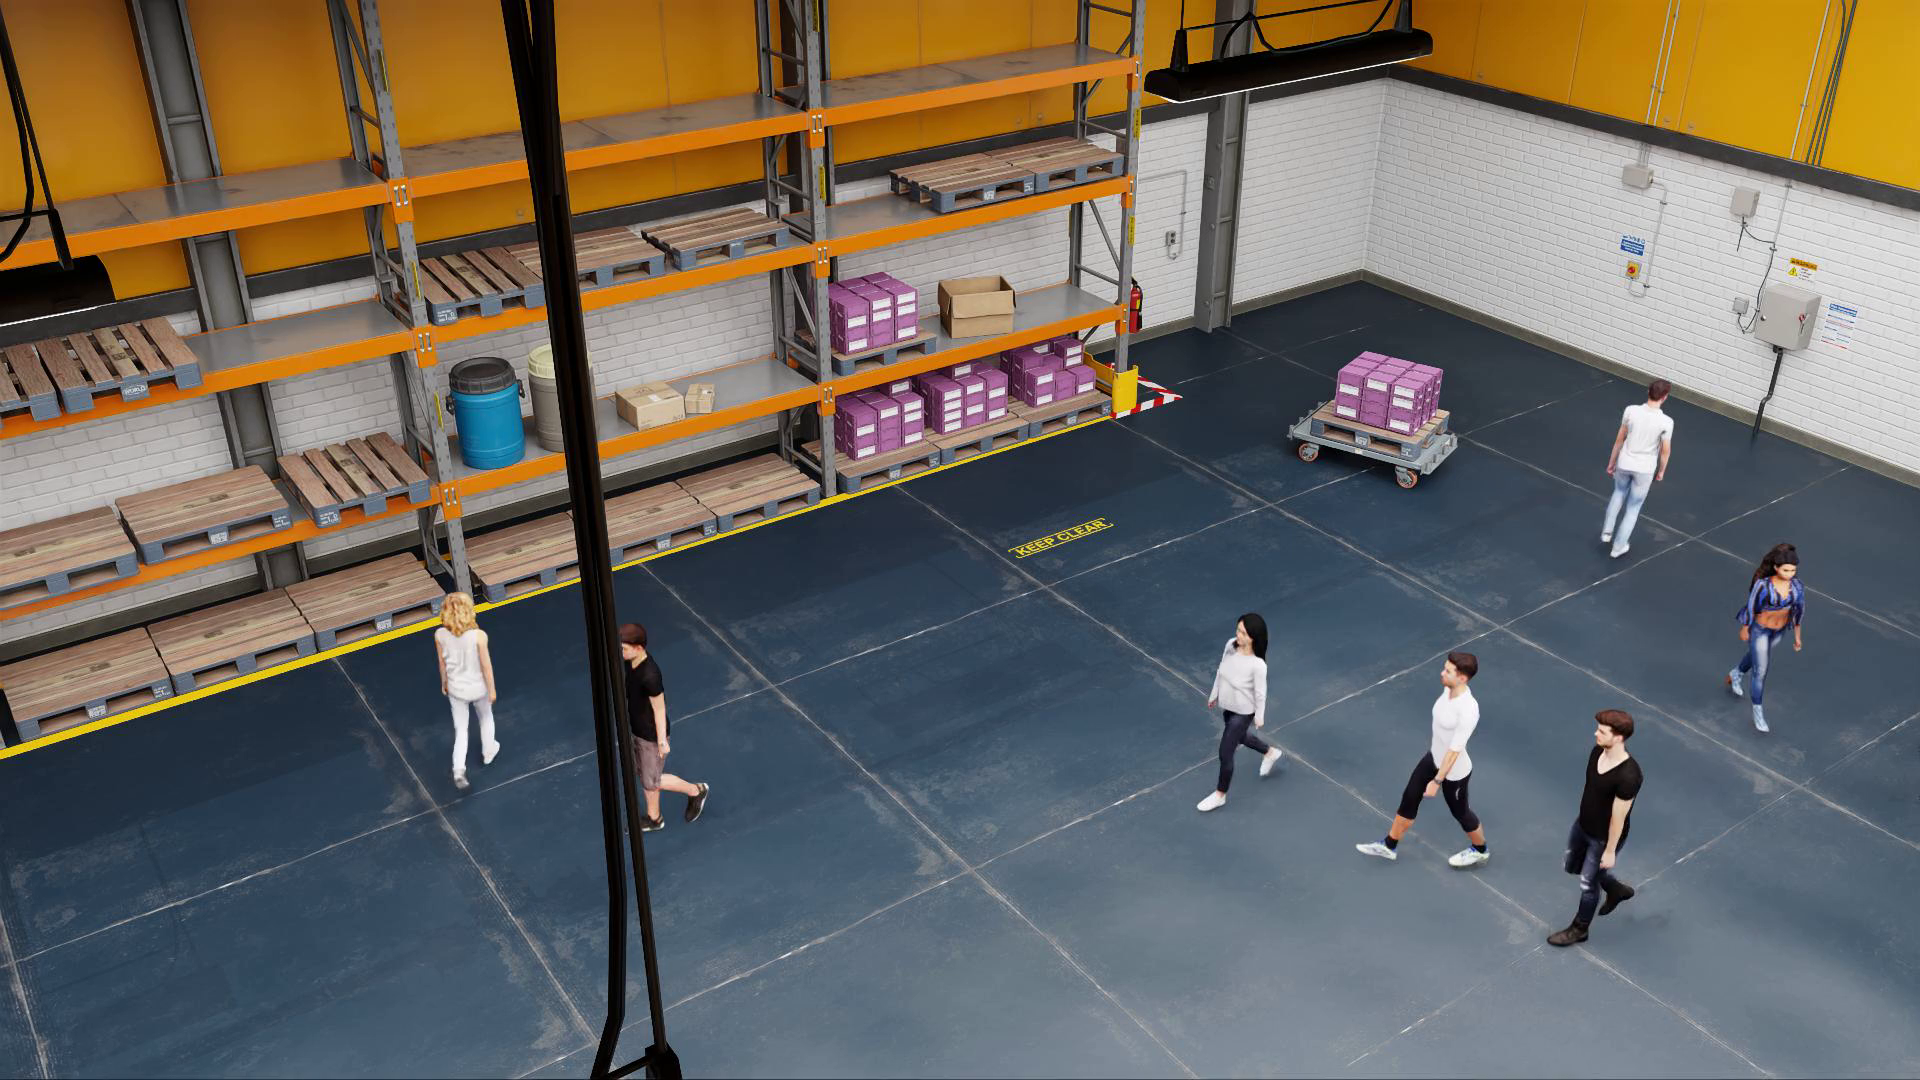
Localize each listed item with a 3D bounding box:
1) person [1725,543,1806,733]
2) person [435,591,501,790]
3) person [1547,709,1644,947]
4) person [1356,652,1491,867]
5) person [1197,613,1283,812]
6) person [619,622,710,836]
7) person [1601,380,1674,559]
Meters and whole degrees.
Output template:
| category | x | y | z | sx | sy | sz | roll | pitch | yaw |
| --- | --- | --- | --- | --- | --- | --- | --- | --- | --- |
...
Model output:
| category | x | y | z | sx | sy | sz | roll | pitch | yaw |
| --- | --- | --- | --- | --- | --- | --- | --- | --- | --- |
| person | 6.690 | 0.736 | 13.858 | 1.085 | 1.579 | 1.003 | -3 | 29 | -6 |
| person | -3.876 | 1.179 | 12.973 | 1.011 | 1.648 | 1.015 | 2 | 29 | 3 |
| person | 4.434 | 1.963 | 11.295 | 1.017 | 1.879 | 0.887 | -6 | 29 | -10 |
| person | 3.599 | 1.634 | 11.975 | 1.300 | 1.805 | 1.051 | -3 | 29 | -5 |
| person | 2.209 | 1.272 | 12.775 | 1.098 | 1.674 | 0.721 | -13 | 31 | -23 |
| person | -2.234 | 1.384 | 12.389 | 0.912 | 1.846 | 0.704 | -16 | 32 | -27 |
| person | 6.528 | -0.657 | 16.144 | 0.736 | 1.835 | 0.712 | 21 | 35 | 33 |
